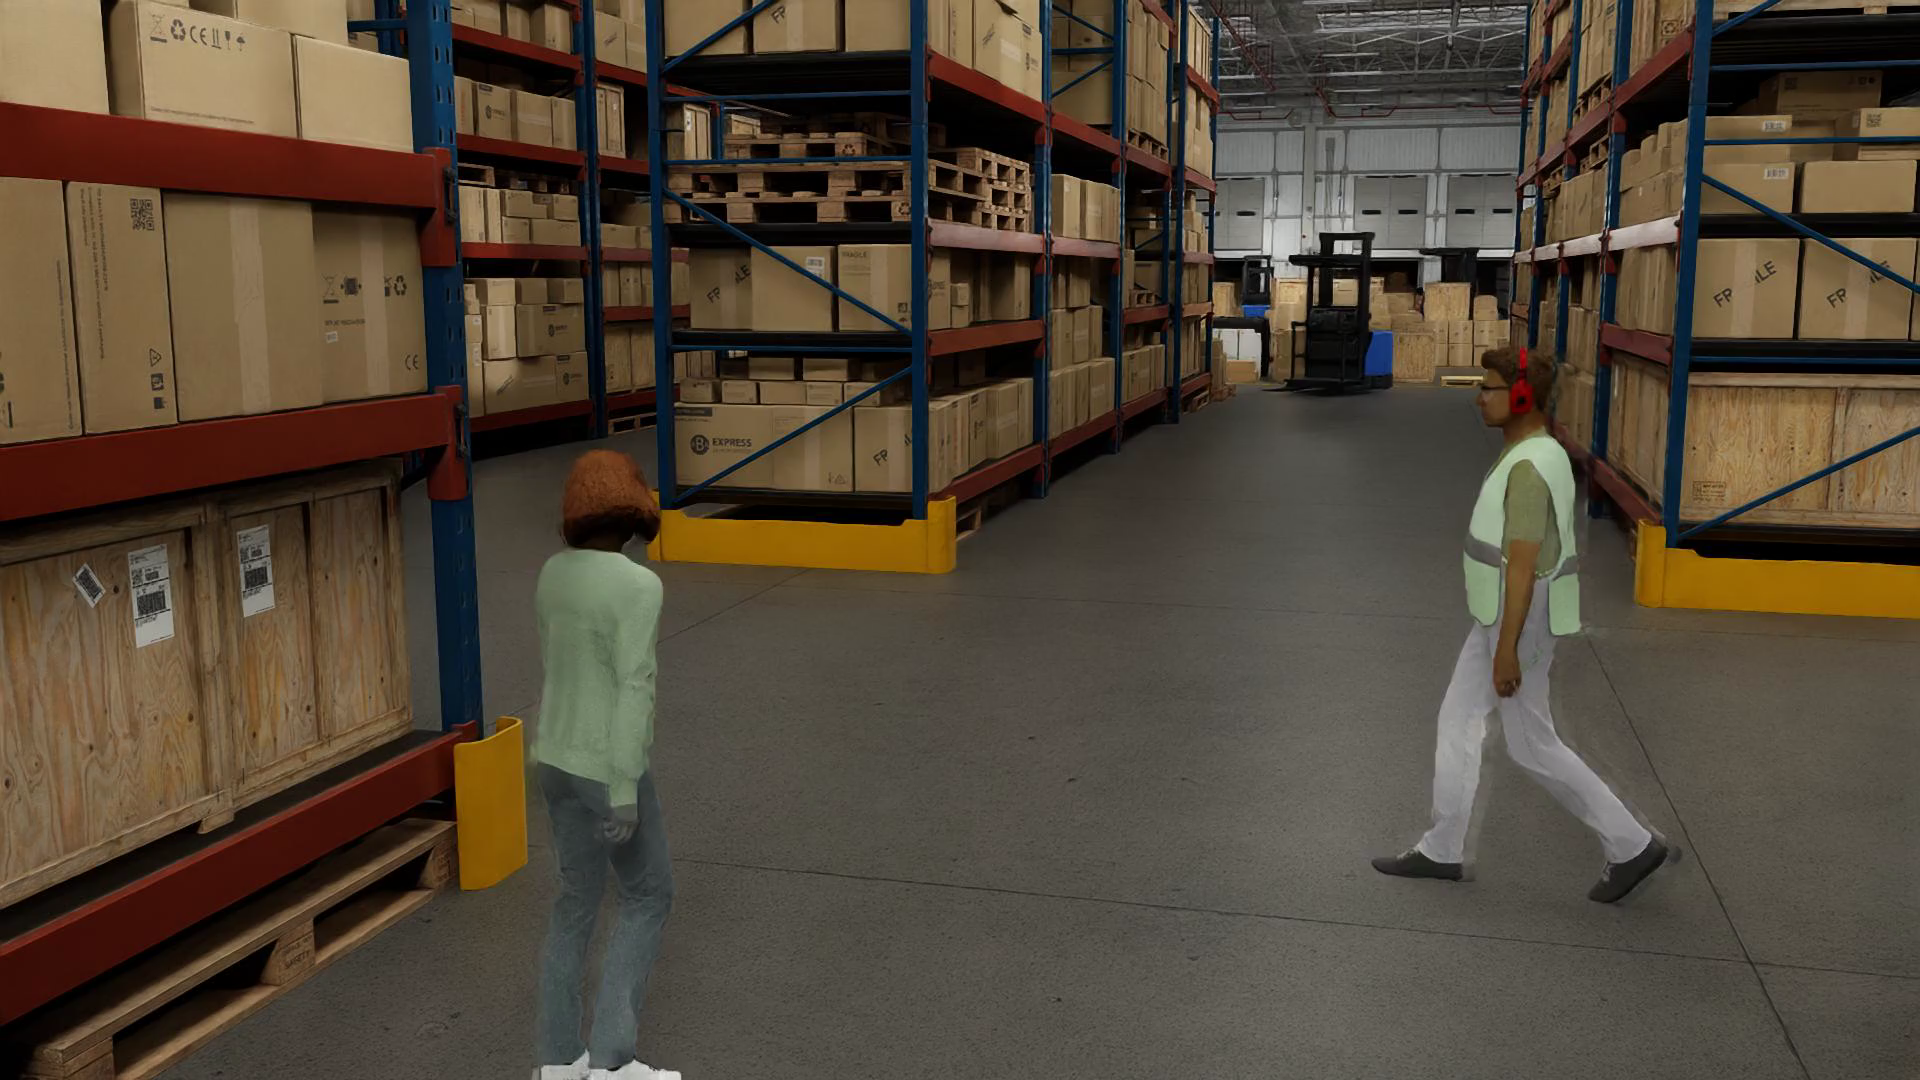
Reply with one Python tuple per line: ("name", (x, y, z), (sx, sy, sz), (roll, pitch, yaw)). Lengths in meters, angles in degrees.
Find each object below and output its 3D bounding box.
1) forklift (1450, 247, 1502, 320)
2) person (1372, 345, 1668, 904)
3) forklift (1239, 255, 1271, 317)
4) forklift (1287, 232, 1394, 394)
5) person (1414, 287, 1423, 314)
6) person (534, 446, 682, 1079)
("forklift", (13.305, -6.333, 44.005), (1.873, 2.768, 1.129), (-2, 9, -10))
("person", (1.856, 0.277, 5.396), (0.874, 1.813, 0.579), (2, 9, 15))
("forklift", (10.342, -8.540, 58.027), (1.129, 2.768, 1.873), (2, 9, 15))
("forklift", (6.786, -4.023, 29.333), (1.129, 2.768, 1.873), (8, 12, 42))
("person", (16.736, -8.361, 60.638), (0.318, 1.698, 0.535), (0, 9, -1))
("person", (-0.908, 0.573, 4.139), (0.518, 1.605, 0.438), (8, 12, 41))
